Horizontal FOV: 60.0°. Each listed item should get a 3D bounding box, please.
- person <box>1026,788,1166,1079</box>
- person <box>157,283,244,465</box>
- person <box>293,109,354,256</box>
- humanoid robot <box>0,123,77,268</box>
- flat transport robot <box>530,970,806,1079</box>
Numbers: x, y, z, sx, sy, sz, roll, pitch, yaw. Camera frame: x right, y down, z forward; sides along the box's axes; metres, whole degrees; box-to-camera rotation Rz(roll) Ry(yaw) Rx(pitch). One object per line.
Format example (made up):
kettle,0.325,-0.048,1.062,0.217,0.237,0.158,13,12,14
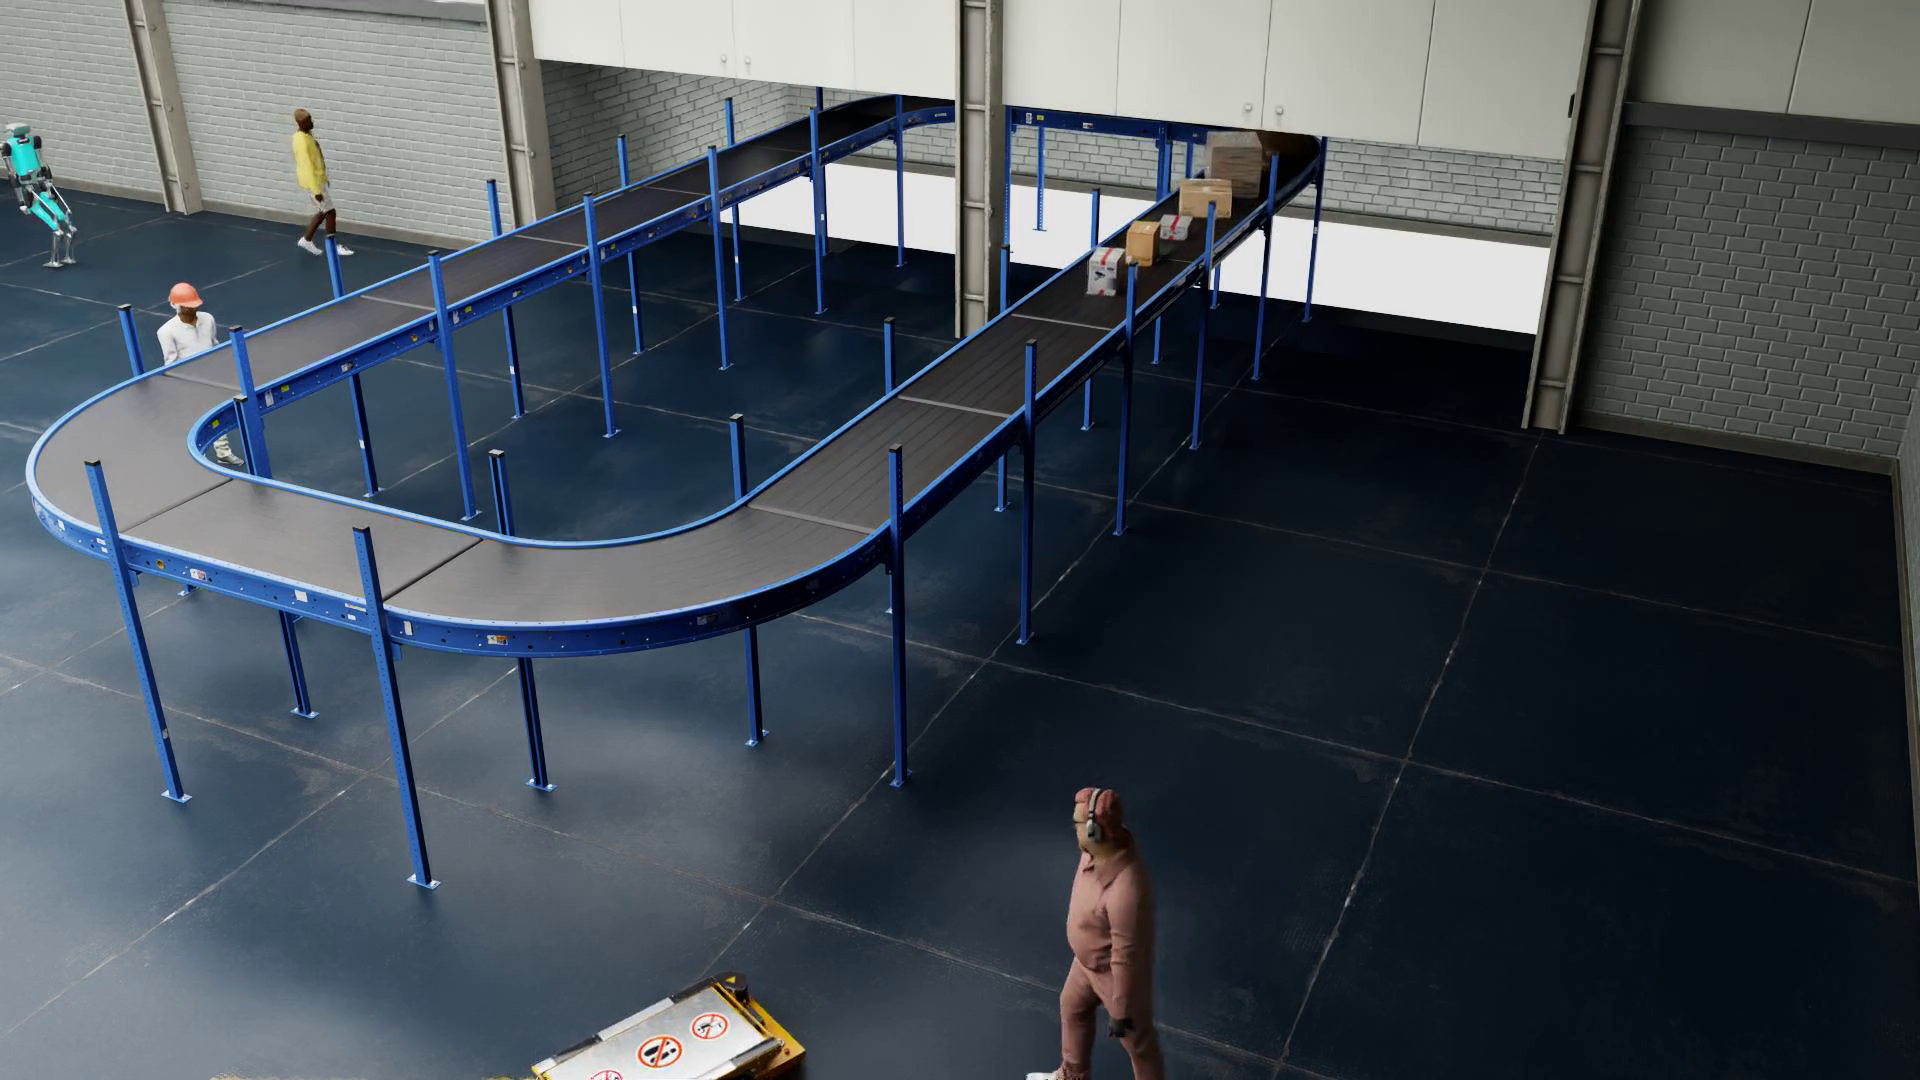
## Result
person,0.663,1.968,7.712,0.655,1.866,0.703,-5,27,-9
person,-6.693,-1.423,14.673,0.338,1.747,0.574,13,29,24
person,-7.980,-4.410,20.575,0.640,1.858,0.619,-8,27,-15
humanoid robot,-11.046,-4.154,20.109,0.725,1.715,0.531,11,29,21
flat transport robot,-1.532,2.638,8.160,1.431,0.231,0.659,-20,33,-35
